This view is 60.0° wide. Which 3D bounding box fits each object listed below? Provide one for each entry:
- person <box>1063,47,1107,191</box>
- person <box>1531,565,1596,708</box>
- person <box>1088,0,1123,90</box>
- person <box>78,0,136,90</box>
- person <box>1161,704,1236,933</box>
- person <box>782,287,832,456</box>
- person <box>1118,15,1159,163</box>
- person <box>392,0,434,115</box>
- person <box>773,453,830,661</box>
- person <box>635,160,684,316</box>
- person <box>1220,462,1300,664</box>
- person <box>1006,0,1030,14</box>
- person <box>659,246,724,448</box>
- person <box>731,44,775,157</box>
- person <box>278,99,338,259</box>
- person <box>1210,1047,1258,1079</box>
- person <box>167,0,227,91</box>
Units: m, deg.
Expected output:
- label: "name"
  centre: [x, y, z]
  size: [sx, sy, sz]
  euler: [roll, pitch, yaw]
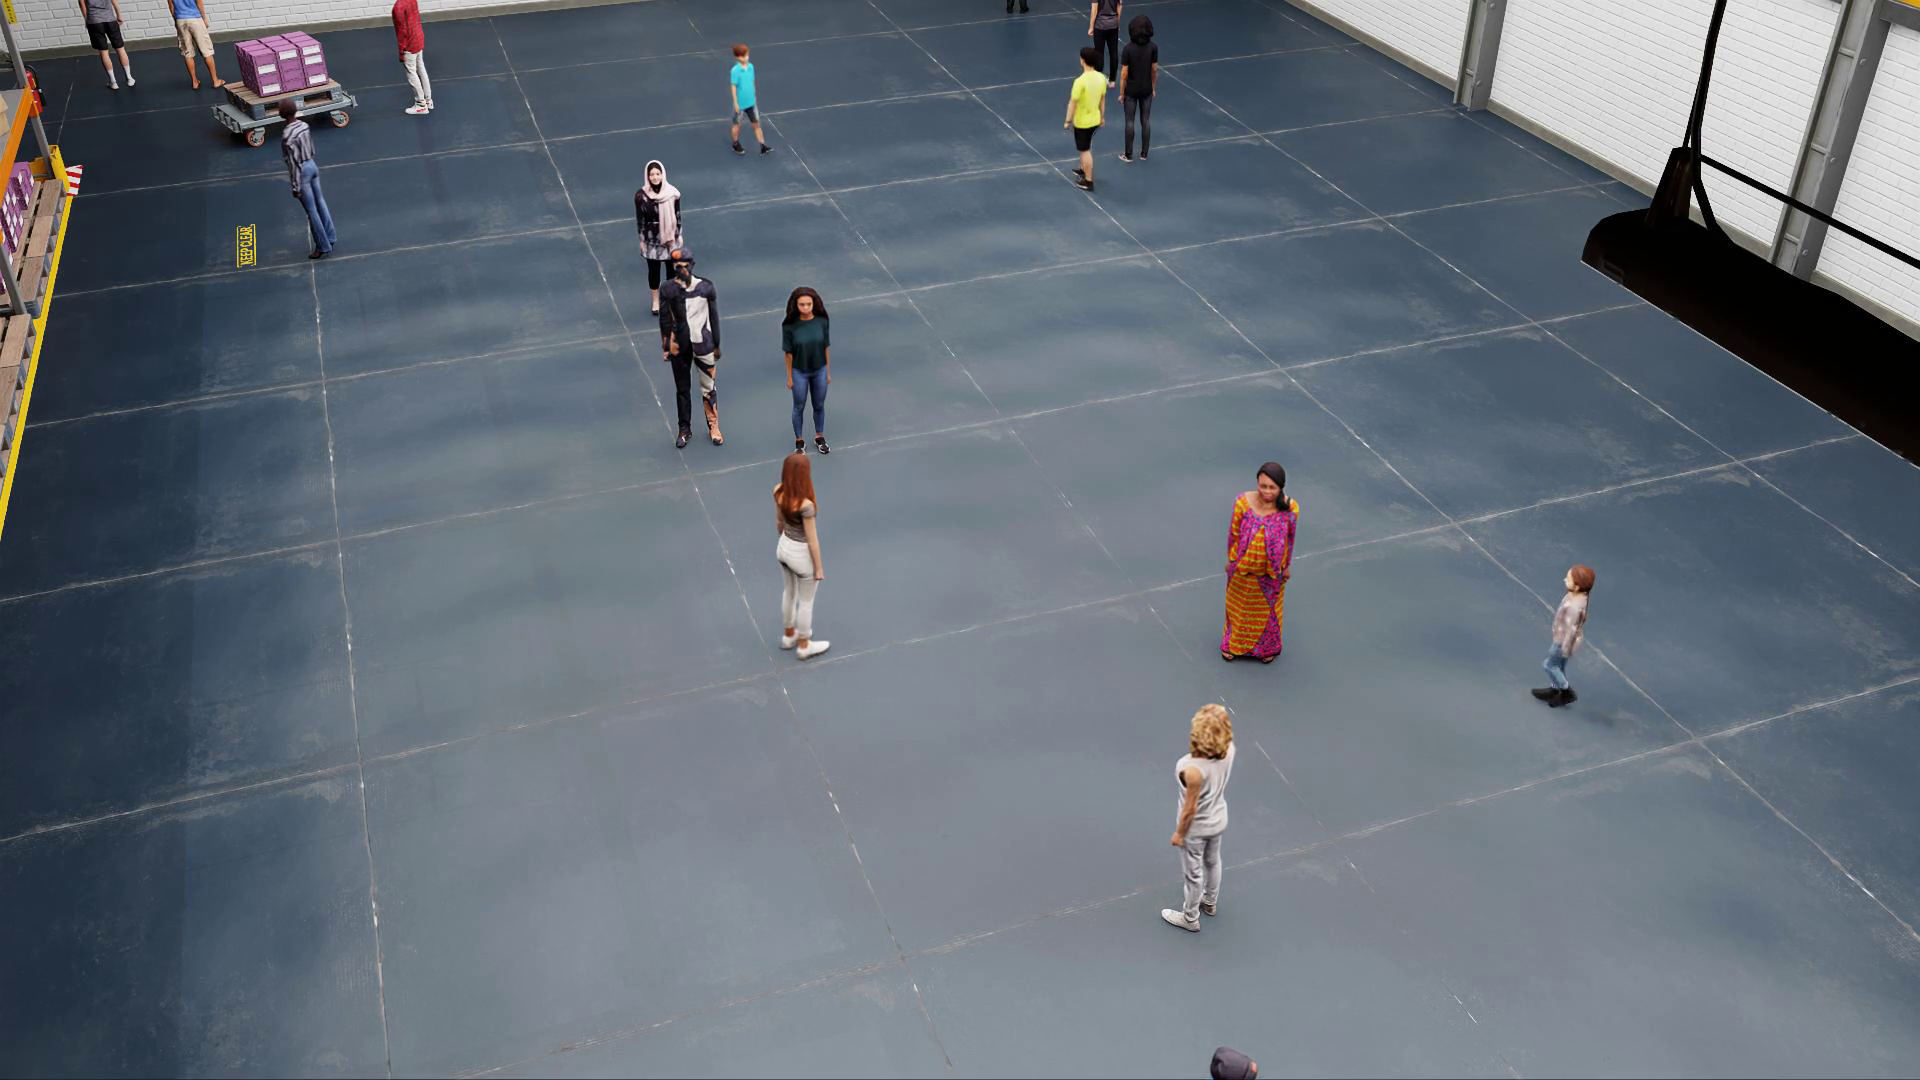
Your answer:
- label: "person"
  centre: [1.585, -5.050, 20.035]
  size: [0.791, 1.691, 0.892]
  euler: [-27, 42, -34]
- label: "person"
  centre: [4.365, 0.700, 11.839]
  size: [0.666, 1.188, 0.607]
  euler: [18, 37, 24]
- label: "person"
  centre: [2.031, -7.158, 23.140]
  size: [0.641, 1.764, 0.558]
  euler: [-14, 36, -20]
- label: "person"
  centre: [-11.957, -7.248, 23.180]
  size: [0.709, 1.871, 0.646]
  euler: [-21, 39, -28]
- label: "person"
  centre: [1.455, 1.661, 9.958]
  size: [0.687, 1.670, 0.681]
  euler: [27, 42, 35]
- label: "person"
  centre: [-1.342, -1.505, 14.770]
  size: [0.602, 1.615, 0.592]
  euler: [-10, 35, -14]
- label: "person"
  centre: [2.231, -5.651, 20.808]
  size: [0.662, 1.837, 0.574]
  euler: [-6, 34, -9]
- label: "person"
  centre: [-7.381, -6.676, 22.365]
  size: [0.816, 1.820, 0.708]
  euler: [7, 34, 10]
- label: "person"
  centre: [-1.205, 0.121, 12.232]
  size: [0.600, 1.717, 0.723]
  euler: [29, 43, 36]
- label: "person"
  centre: [-3.103, -3.151, 17.226]
  size: [0.612, 1.638, 0.598]
  euler: [-12, 35, -17]
- label: "person"
  centre: [2.209, 0.152, 12.216]
  size: [0.768, 1.684, 0.802]
  euler: [5, 34, 7]
- label: "person"
  centre: [0.893, -9.268, 26.278]
  size: [0.750, 1.804, 0.723]
  euler: [4, 34, 6]
- label: "person"
  centre: [-2.397, -1.735, 14.865]
  size: [0.731, 1.893, 0.665]
  euler: [-4, 34, -6]
- label: "person"
  centre: [-2.782, -5.581, 21.082]
  size: [0.772, 1.417, 1.004]
  euler: [-27, 42, -34]
- label: "person"
  centre: [-7.221, -3.993, 18.351]
  size: [0.753, 1.794, 0.627]
  euler: [4, 34, 6]
- label: "person"
  centre: [1.193, 3.016, 7.808]
  size: [0.750, 1.793, 0.633]
  euler: [4, 34, 6]
- label: "person"
  centre: [-10.734, -7.237, 23.169]
  size: [0.683, 1.864, 0.626]
  euler: [-5, 34, -8]
